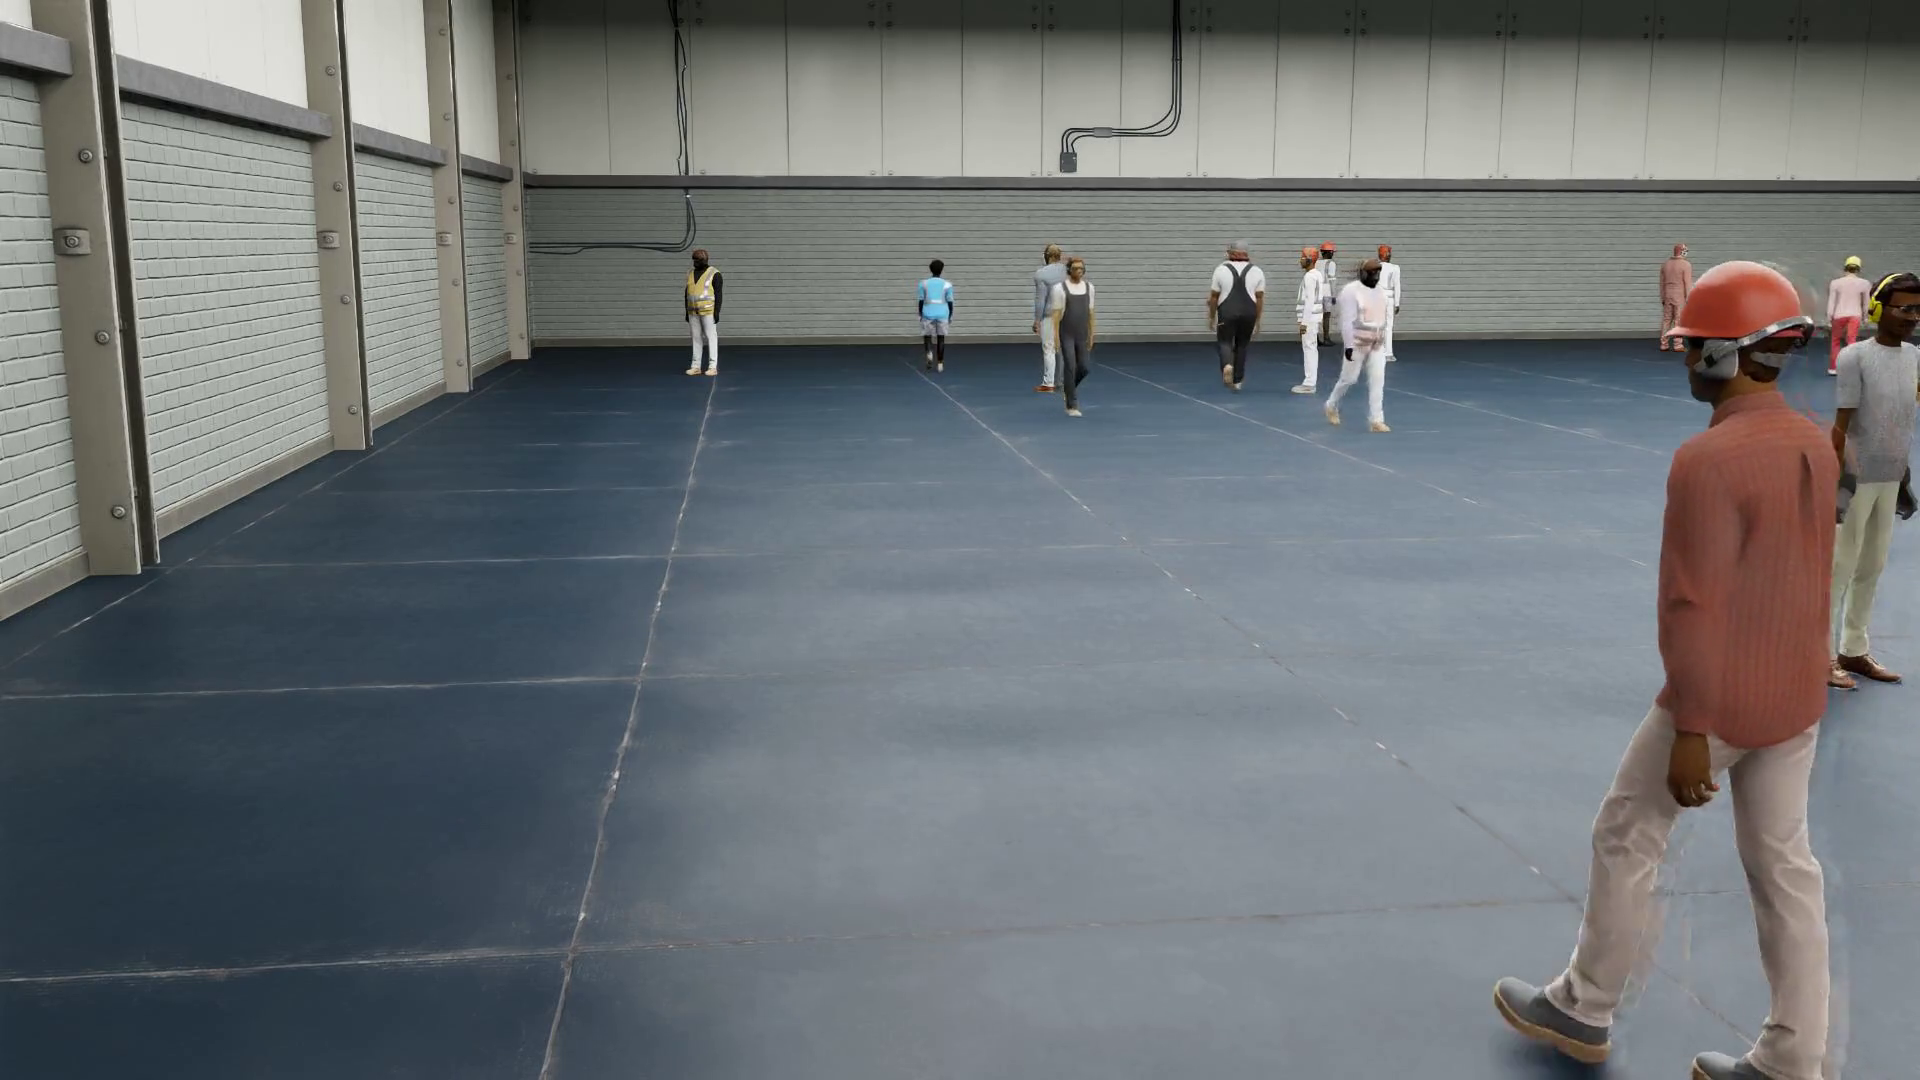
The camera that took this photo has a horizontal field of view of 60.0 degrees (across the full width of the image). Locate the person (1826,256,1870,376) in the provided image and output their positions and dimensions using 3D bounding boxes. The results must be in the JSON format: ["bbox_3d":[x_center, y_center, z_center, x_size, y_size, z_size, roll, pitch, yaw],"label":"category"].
[{"bbox_3d":[12.808,-3.209,24.005,0.546,1.729,0.824,5,11,25],"label":"person"}]

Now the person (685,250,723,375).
[{"bbox_3d":[-3.782,-3.329,24.390,0.621,1.838,0.429,5,12,26],"label":"person"}]

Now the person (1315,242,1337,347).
[{"bbox_3d":[6.743,-4.539,30.754,0.376,1.932,0.543,-7,13,-34],"label":"person"}]

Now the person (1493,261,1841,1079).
[{"bbox_3d":[1.711,0.340,3.928,0.650,1.956,0.900,-7,13,-34],"label":"person"}]

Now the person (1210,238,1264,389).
[{"bbox_3d":[3.654,-2.990,21.964,0.693,2.000,0.716,1,10,3],"label":"person"}]

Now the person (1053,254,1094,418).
[{"bbox_3d":[1.257,-2.309,18.824,0.517,1.831,0.570,-4,11,-21],"label":"person"}]

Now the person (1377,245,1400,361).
[{"bbox_3d":[6.886,-3.850,27.102,0.572,1.886,0.355,6,12,31],"label":"person"}]

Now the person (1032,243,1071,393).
[{"bbox_3d":[1.202,-2.872,21.598,0.627,1.940,0.372,-8,13,-37],"label":"person"}]

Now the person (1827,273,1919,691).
[{"bbox_3d":[4.111,-0.261,7.488,0.533,1.864,0.311,-5,11,-25],"label":"person"}]

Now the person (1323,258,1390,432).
[{"bbox_3d":[4.205,-2.054,17.476,0.621,1.818,0.862,-4,11,-23],"label":"person"}]

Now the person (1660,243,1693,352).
[{"bbox_3d":[12.635,-4.258,29.284,0.409,1.907,0.651,-5,11,-24],"label":"person"}]

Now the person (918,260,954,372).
[{"bbox_3d":[-0.357,-3.371,25.029,0.546,1.680,0.373,0,10,0],"label":"person"}]

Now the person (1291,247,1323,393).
[{"bbox_3d":[4.535,-2.854,21.655,0.355,1.883,0.575,4,11,20],"label":"person"}]

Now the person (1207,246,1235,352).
[{"bbox_3d":[4.747,-4.257,29.425,0.648,1.854,0.988,-6,12,-30],"label":"person"}]

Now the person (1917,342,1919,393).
[{"bbox_3d":[10.676,-2.254,18.099,1.113,1.983,0.624,-2,11,-12],"label":"person"}]
